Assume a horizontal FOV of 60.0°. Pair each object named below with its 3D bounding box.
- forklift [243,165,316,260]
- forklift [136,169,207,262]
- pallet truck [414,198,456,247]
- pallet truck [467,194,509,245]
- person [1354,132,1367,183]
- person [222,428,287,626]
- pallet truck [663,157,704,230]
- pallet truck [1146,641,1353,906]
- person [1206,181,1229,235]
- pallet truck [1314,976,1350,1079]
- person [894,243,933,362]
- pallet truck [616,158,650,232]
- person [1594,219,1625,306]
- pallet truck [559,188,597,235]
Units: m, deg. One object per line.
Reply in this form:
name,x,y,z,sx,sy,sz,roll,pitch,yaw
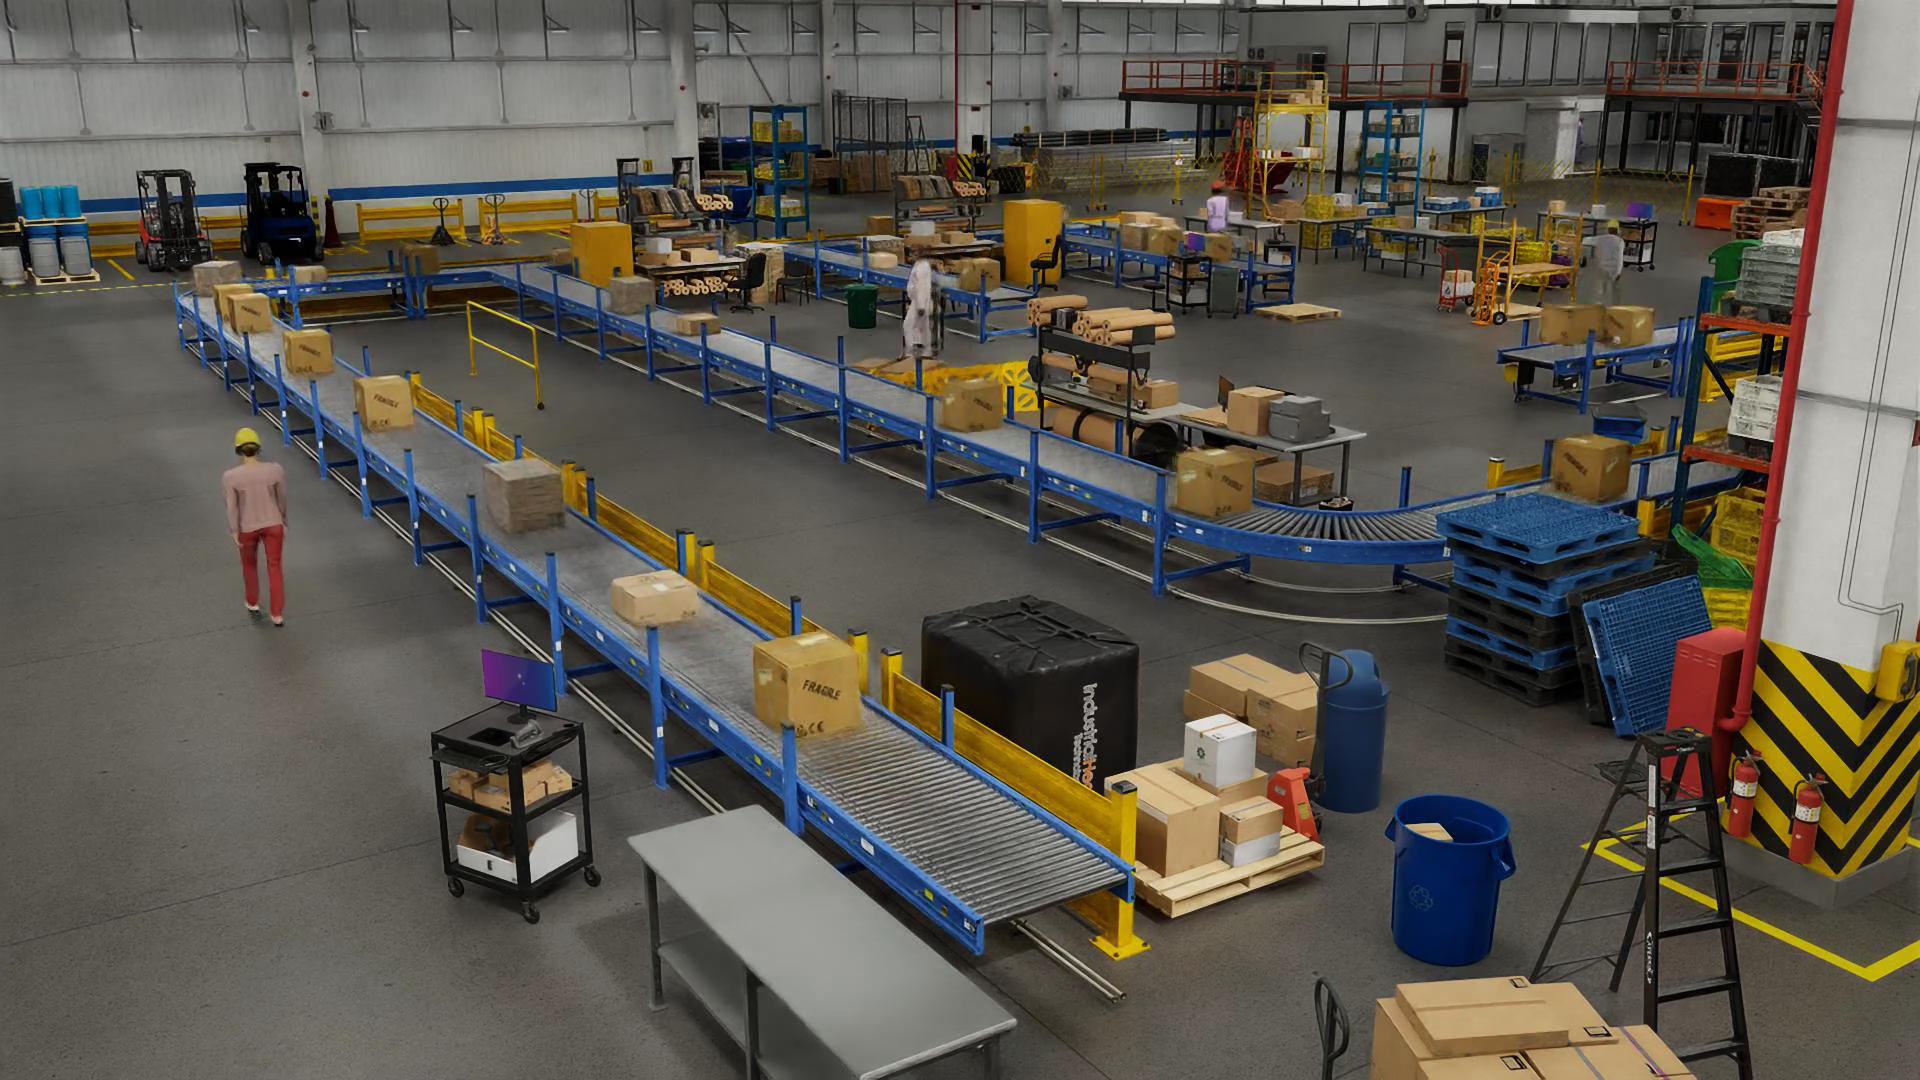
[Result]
forklift,-15.898,-7.669,38.708,1.157,1.987,2.680,-11,20,-33
forklift,-17.842,-7.318,37.559,1.157,1.987,2.680,-10,20,-31
pallet truck,-13.250,-8.060,41.856,0.680,1.201,1.601,-10,20,-31
pallet truck,-11.983,-8.177,42.137,0.704,1.261,1.522,-11,20,-33
person,14.446,-13.746,59.760,0.505,1.831,0.414,-14,22,-38
person,-6.185,-0.141,14.638,0.529,1.734,0.811,-10,19,-29
pallet truck,-7.586,-9.308,44.692,0.823,1.965,1.885,-11,20,-33
pallet truck,1.664,1.407,10.232,1.630,1.274,0.653,-10,20,-31
person,5.708,-6.954,36.890,0.633,1.992,1.064,-9,19,-27
pallet truck,2.299,2.390,7.086,1.601,1.201,0.680,-2,17,-7
person,-0.767,-3.771,26.462,0.745,1.877,0.670,2,17,7
pallet truck,-8.918,-9.176,44.255,0.823,1.965,1.885,-9,19,-27
person,11.980,-5.010,30.719,0.590,1.799,0.609,-13,21,-36
pallet truck,-10.010,-8.652,43.699,0.653,1.274,1.630,-10,20,-31
